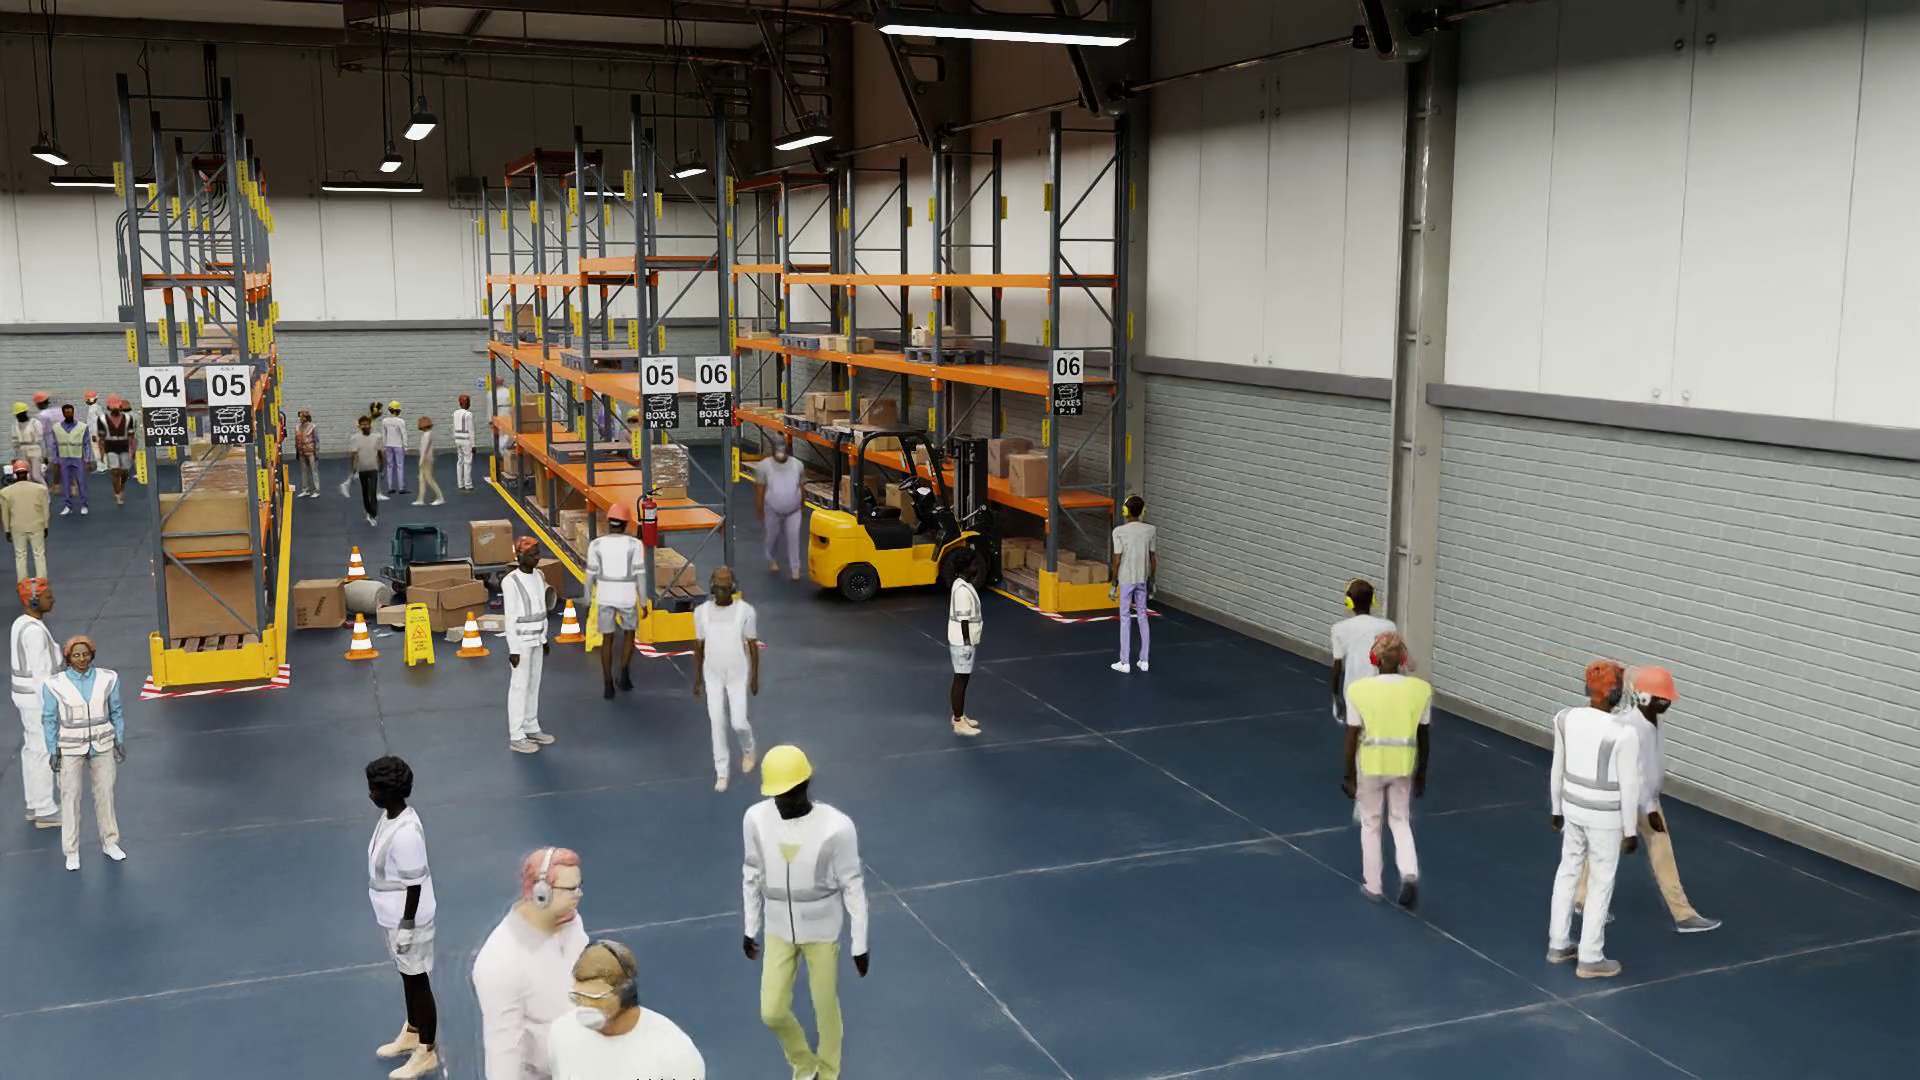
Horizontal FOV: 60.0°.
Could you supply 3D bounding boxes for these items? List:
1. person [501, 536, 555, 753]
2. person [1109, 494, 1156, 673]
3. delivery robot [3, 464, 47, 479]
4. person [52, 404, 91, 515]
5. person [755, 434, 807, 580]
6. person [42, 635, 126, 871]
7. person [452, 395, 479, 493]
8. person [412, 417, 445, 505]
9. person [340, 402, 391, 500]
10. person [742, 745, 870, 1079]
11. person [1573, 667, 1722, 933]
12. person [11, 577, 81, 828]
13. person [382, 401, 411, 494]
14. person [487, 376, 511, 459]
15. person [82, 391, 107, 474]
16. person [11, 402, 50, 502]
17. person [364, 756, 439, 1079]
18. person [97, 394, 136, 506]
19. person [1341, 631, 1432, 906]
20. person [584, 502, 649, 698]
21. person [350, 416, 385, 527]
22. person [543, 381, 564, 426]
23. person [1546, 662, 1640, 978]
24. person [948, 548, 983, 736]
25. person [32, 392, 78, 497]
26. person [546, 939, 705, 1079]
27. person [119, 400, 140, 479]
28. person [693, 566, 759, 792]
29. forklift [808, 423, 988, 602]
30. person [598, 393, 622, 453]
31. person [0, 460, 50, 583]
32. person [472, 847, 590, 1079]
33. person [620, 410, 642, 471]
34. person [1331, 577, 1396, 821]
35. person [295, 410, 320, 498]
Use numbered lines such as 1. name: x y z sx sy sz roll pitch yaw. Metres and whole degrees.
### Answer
1. person: -3.769 0.896 14.501 0.339 1.882 0.581 2 9 15
2. person: 1.797 0.449 17.355 0.531 1.870 0.316 -3 10 -20
3. delivery robot: -18.342 -1.370 32.638 0.707 0.478 0.477 -2 9 -10
4. person: -15.391 -1.399 28.826 0.596 1.920 0.379 -2 9 -13
5. person: -2.463 -0.504 22.821 0.697 2.000 0.905 -2 9 -14
6. person: -6.123 1.471 11.649 0.511 1.641 0.307 -8 12 -42
7. person: -9.428 -1.831 31.688 0.575 1.880 0.359 7 12 39
8. person: -9.579 -1.411 29.916 0.568 1.601 0.565 -3 10 -19
9. person: -10.946 -1.624 30.534 0.774 1.835 0.541 -1 9 -6
10. person: -0.758 1.905 8.106 0.689 1.893 0.493 2 9 15
11. person: 4.307 1.630 10.449 0.553 1.696 0.894 -8 12 -41
12. person: -6.922 1.213 12.510 0.357 1.881 0.574 -7 11 -38
13. person: -10.705 -1.758 31.576 0.533 1.767 0.327 3 10 19
14. person: -10.303 -2.747 37.413 0.651 1.889 0.713 3 9 16
15. person: -18.084 -2.249 34.745 0.349 1.743 0.572 -2 9 -15
16. person: -16.525 -1.508 29.544 0.682 1.904 0.602 1 9 9
17. person: -2.876 1.932 8.575 0.321 1.694 0.529 -5 10 -27
18. person: -15.216 -1.634 30.010 0.616 2.027 0.658 -7 11 -36
19. person: 2.780 1.512 10.815 0.562 1.829 0.524 0 9 -2
20. person: -3.382 0.573 16.421 0.636 1.910 0.637 0 9 -2
21. person: -9.890 -1.168 27.748 0.548 1.826 0.983 -3 9 -18
22. person: -9.117 -2.652 37.016 0.587 1.826 0.404 -3 9 -16
23. person: 3.747 1.640 9.853 0.342 1.875 0.579 -5 10 -28
24. person: 0.050 0.909 15.002 0.316 1.695 0.541 0 9 -2
25. person: -16.938 -1.779 31.067 0.927 1.968 0.641 1 9 9
26. person: -1.142 2.274 5.703 0.644 1.930 0.381 4 10 25
27. person: -16.933 -2.043 33.823 0.290 1.623 0.508 7 11 37
28. person: -1.880 1.097 13.405 0.514 1.832 0.475 1 9 6
29. forklift: -0.830 -0.399 21.676 2.313 2.155 1.214 -4 10 -21
30. person: -7.031 -2.076 33.376 0.429 1.837 0.625 -8 12 -41
31. person: -12.182 -0.172 21.707 0.553 1.734 0.382 -5 10 -29
32. person: -1.646 2.152 6.609 0.431 1.886 0.695 4 10 25
33. person: -5.864 -1.474 29.948 0.539 1.717 0.920 -4 10 -22
34. person: 3.077 1.216 12.629 0.553 1.840 0.738 3 9 17
35. person: -12.164 -1.603 30.996 0.524 1.639 0.308 3 10 21
